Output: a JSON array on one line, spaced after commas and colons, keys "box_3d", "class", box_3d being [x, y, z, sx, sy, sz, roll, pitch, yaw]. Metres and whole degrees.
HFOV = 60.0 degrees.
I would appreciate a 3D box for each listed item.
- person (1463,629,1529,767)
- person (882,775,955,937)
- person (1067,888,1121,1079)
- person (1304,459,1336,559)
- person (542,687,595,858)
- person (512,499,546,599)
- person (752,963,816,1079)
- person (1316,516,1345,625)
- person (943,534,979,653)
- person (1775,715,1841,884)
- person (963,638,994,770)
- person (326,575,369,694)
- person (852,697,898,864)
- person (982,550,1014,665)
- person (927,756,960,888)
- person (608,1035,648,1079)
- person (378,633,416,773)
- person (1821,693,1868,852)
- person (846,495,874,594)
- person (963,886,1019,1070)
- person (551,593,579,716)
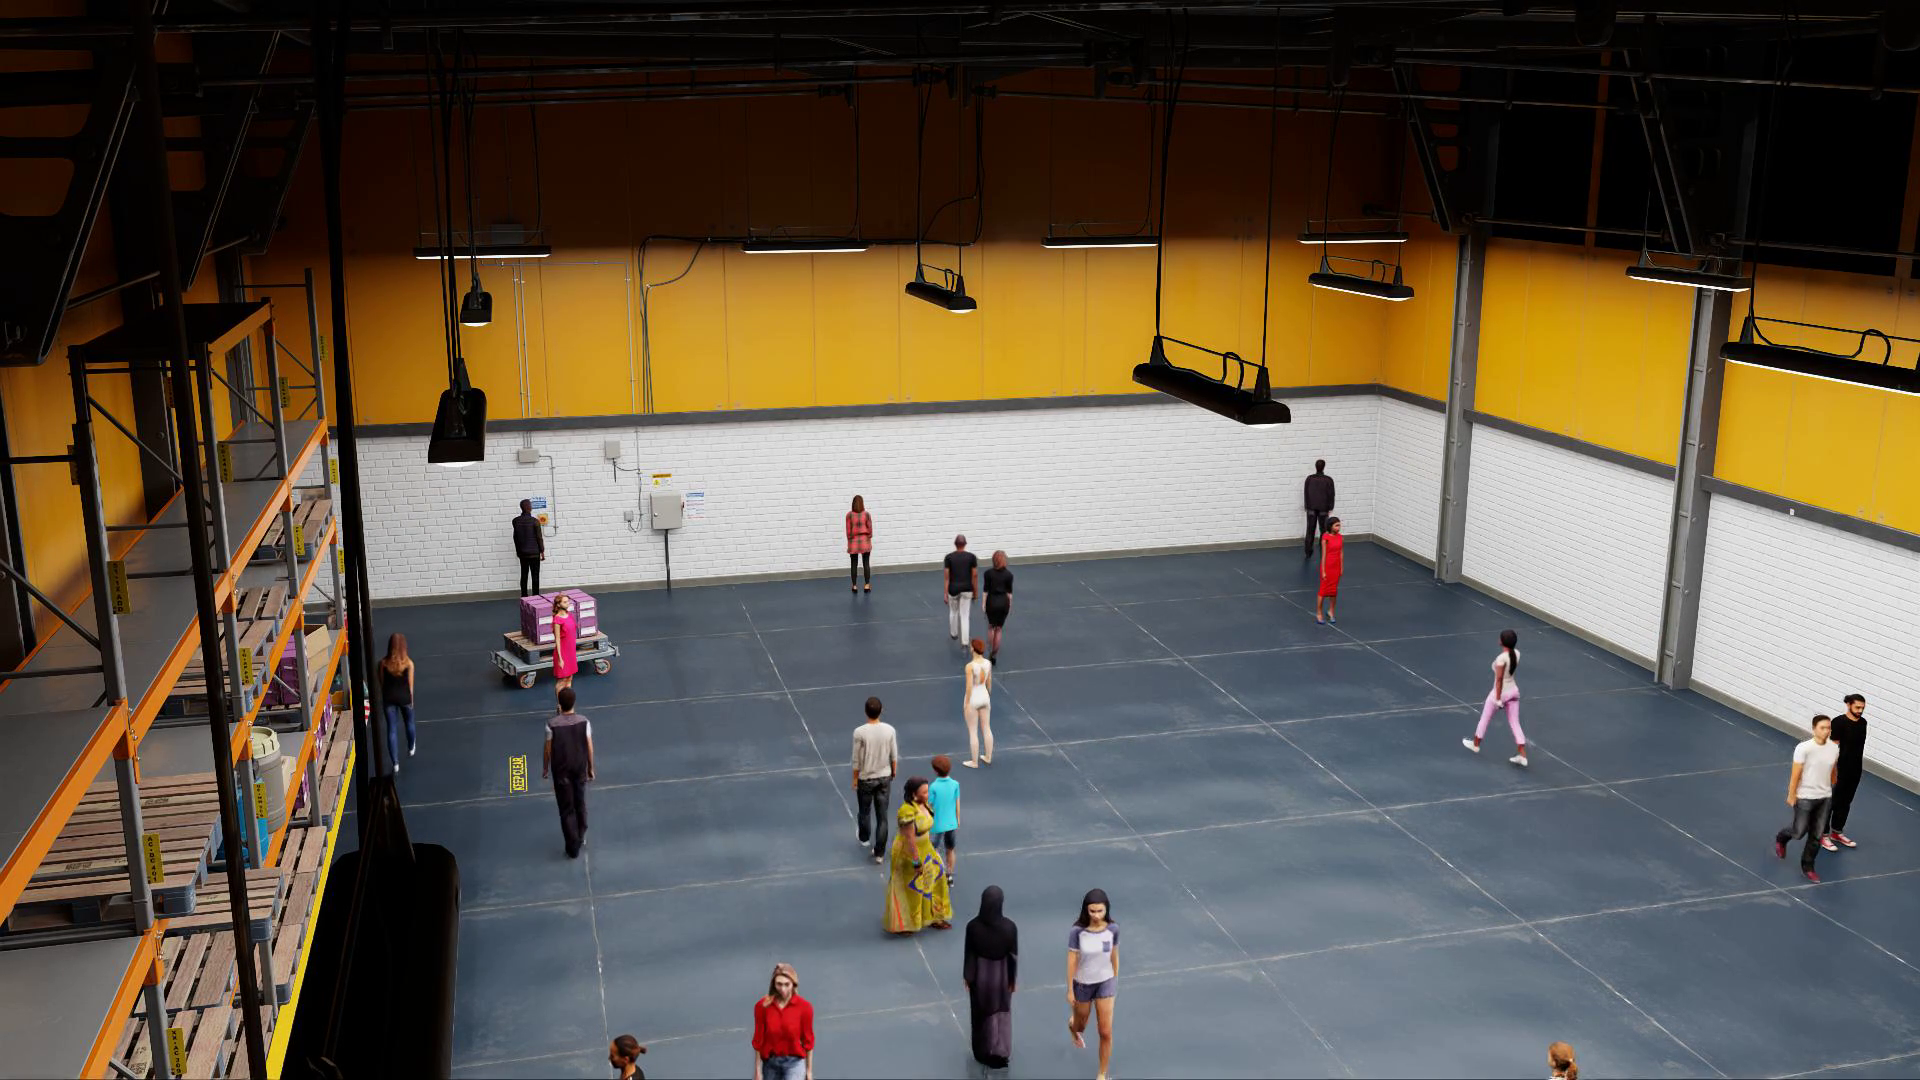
[{"box_3d": [6.801, 1.966, 20.555, 0.776, 1.698, 1.189, -8, 16, -30], "class": "person"}, {"box_3d": [-0.537, 3.064, 16.142, 1.092, 1.640, 1.029, 5, 15, 21], "class": "person"}, {"box_3d": [1.077, 3.629, 13.663, 0.649, 1.709, 0.970, -3, 14, -14], "class": "person"}, {"box_3d": [6.629, -0.586, 30.798, 0.799, 1.838, 0.813, 5, 15, 21], "class": "person"}, {"box_3d": [-4.195, 2.531, 17.950, 0.798, 1.825, 0.980, -8, 16, -29], "class": "person"}, {"box_3d": [-7.123, 0.219, 27.477, 0.778, 1.836, 0.783, 4, 14, 18], "class": "person"}, {"box_3d": [-1.322, 3.925, 12.478, 0.787, 1.691, 1.024, 0, 14, 0], "class": "person"}, {"box_3d": [5.927, 0.474, 26.625, 0.599, 1.742, 0.550, -6, 15, -24], "class": "person"}, {"box_3d": [0.019, 0.845, 25.076, 0.890, 1.749, 1.313, 0, 14, -2], "class": "person"}, {"box_3d": [8.914, 2.664, 17.476, 0.719, 1.790, 0.936, -1, 14, -6], "class": "person"}, {"box_3d": [0.223, 2.001, 20.526, 0.616, 1.643, 0.598, -11, 17, -38], "class": "person"}, {"box_3d": [-8.532, 1.351, 23.198, 1.199, 1.649, 1.118, 8, 16, 31], "class": "person"}, {"box_3d": [-0.892, 2.586, 17.794, 0.667, 1.792, 0.912, -3, 14, -14], "class": "person"}, {"box_3d": [0.557, 1.027, 24.496, 0.772, 1.668, 0.931, 1, 14, 2], "class": "person"}, {"box_3d": [-0.145, 2.930, 17.127, 0.615, 1.438, 0.686, -7, 15, -28], "class": "person"}, {"box_3d": [-2.240, 4.176, 11.491, 0.647, 1.668, 0.467, -3, 14, -11], "class": "person"}, {"box_3d": [-6.902, 2.024, 20.369, 0.580, 1.672, 1.111, -4, 14, -15], "class": "person"}, {"box_3d": [9.664, 2.508, 18.196, 0.655, 1.756, 0.587, -6, 15, -22], "class": "person"}, {"box_3d": [-1.719, 0.059, 28.422, 0.666, 1.703, 0.638, 0, 14, 0], "class": "person"}, {"box_3d": [0.247, 3.658, 13.777, 0.770, 1.599, 0.939, 0, 14, 2], "class": "person"}, {"box_3d": [-5.301, 1.537, 22.260, 0.724, 1.728, 0.631, 4, 14, 16], "class": "person"}]
